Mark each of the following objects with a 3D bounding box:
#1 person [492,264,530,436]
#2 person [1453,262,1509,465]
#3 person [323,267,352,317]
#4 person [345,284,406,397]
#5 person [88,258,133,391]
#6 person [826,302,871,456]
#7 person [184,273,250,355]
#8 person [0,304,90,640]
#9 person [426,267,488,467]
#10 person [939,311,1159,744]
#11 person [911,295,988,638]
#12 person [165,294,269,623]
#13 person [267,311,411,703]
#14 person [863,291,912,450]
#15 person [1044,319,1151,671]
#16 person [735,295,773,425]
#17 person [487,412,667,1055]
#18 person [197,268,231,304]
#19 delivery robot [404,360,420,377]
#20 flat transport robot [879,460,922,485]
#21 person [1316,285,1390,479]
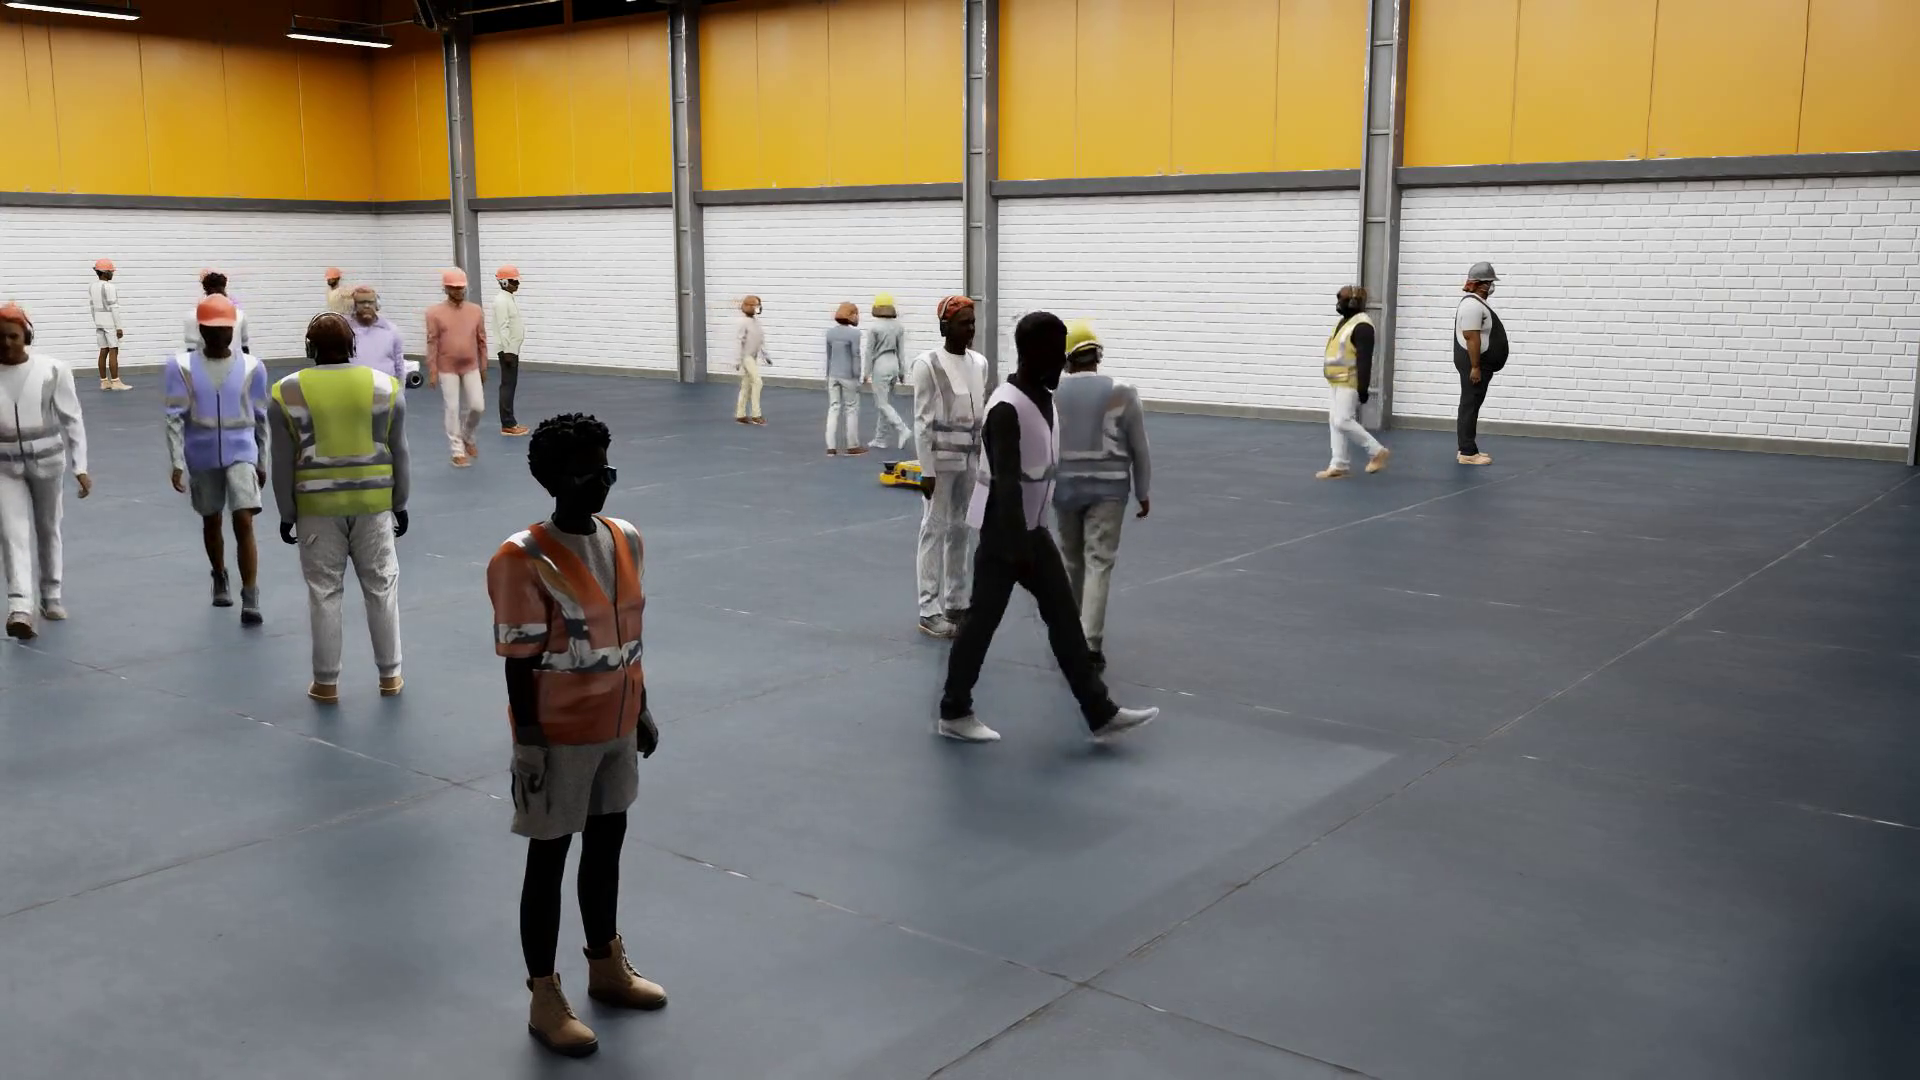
[{"bbox_3d":[-5.265,-2.220,19.461,0.381,1.993,0.622,-2,10,-9],"label":"person"},{"bbox_3d":[5.264,-1.790,16.823,0.538,2.000,0.685,3,10,15],"label":"person"},{"bbox_3d":[-10.419,-3.665,28.129,0.549,1.912,0.841,7,12,36],"label":"person"},{"bbox_3d":[-4.967,-1.202,13.915,0.642,1.872,0.917,-4,11,-22],"label":"person"},{"bbox_3d":[-13.167,-3.320,25.723,0.607,2.044,0.371,6,11,29],"label":"person"},{"bbox_3d":[-1.191,-1.681,17.427,0.502,1.608,0.508,8,13,39],"label":"person"},{"bbox_3d":[-7.084,-1.592,15.989,0.626,1.920,0.976,-7,12,-36],"label":"person"},{"bbox_3d":[-5.182,-0.385,9.256,0.604,1.827,1.004,-4,11,-24],"label":"person"},{"bbox_3d":[-4.974,-1.707,16.501,0.629,1.978,0.431,-6,12,-32],"label":"person"},{"bbox_3d":[0.344,-0.022,7.050,1.012,1.855,0.627,4,11,22],"label":"person"},{"bbox_3d":[-0.035,-0.412,9.265,0.361,1.883,0.574,8,13,40],"label":"person"},{"bbox_3d":[-4.295,-0.479,9.680,0.549,1.890,1.014,-4,11,-23],"label":"person"},{"bbox_3d":[-2.914,-0.150,7.857,0.627,1.846,0.429,-5,11,-28],"label":"person"},{"bbox_3d":[-0.764,-1.820,17.944,0.749,1.717,0.483,9,13,43],"label":"person"},{"bbox_3d":[0.666,-0.242,8.619,0.600,1.780,0.923,3,10,17],"label":"person"},{"bbox_3d":[-2.534,-2.229,20.645,0.633,1.607,0.499,3,10,16],"label":"person"},{"bbox_3d":[-1.019,0.502,4.481,0.318,1.696,0.537,5,11,28],"label":"person"},{"bbox_3d":[-10.519,-2.892,23.610,0.549,1.919,0.717,4,11,23],"label":"person"},{"bbox_3d":[-8.894,-2.700,26.171,0.707,0.478,0.477,-7,12,-35],"label":"delivery robot"},{"bbox_3d":[-0.006,-0.579,14.922,0.652,0.197,1.431,-10,14,-44],"label":"flat transport robot"},{"bbox_3d":[3.673,-1.464,15.556,0.553,1.827,0.631,-1,10,-5],"label":"person"}]
